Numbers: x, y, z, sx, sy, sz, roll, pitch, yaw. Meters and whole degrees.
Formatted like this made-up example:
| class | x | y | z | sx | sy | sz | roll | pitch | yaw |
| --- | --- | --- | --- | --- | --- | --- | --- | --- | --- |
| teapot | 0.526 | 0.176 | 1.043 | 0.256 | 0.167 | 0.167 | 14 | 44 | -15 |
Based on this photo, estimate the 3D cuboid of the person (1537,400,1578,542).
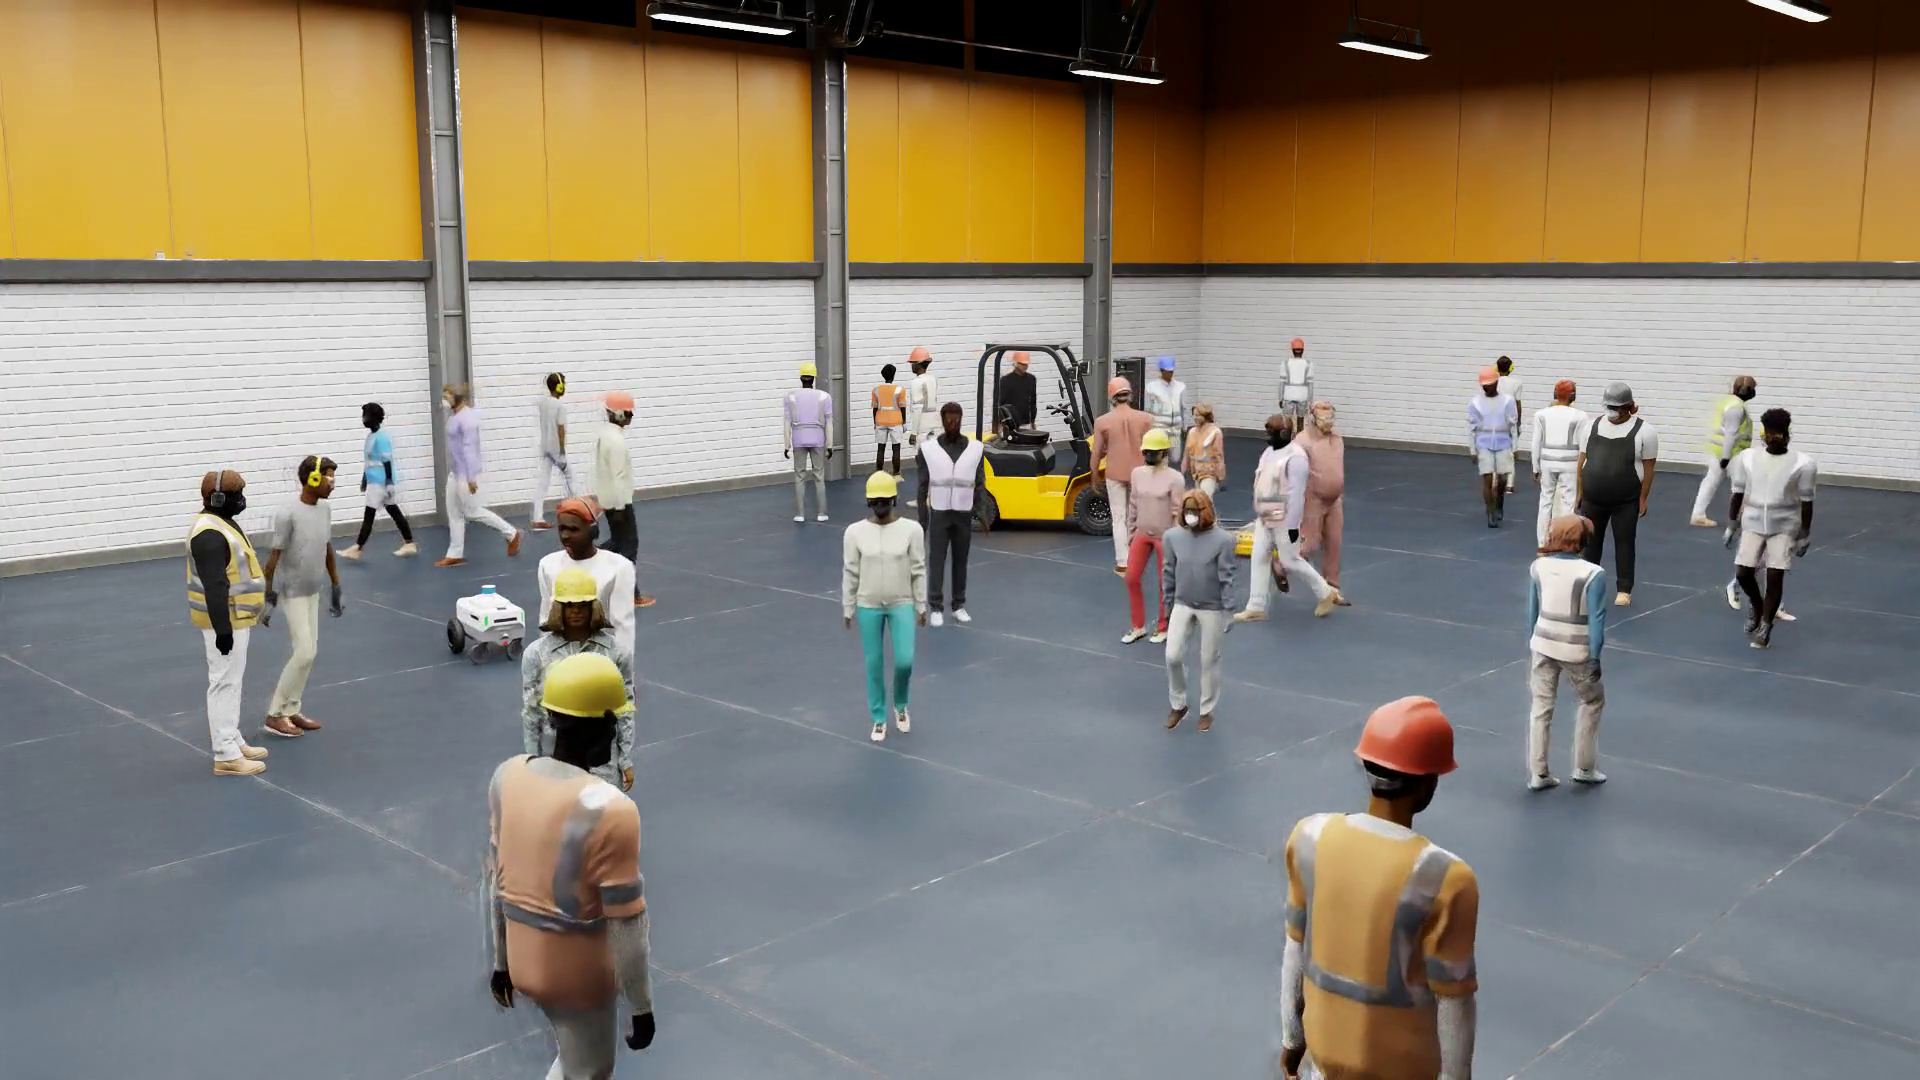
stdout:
| class | x | y | z | sx | sy | sz | roll | pitch | yaw |
| --- | --- | --- | --- | --- | --- | --- | --- | --- | --- |
| person | 6.767 | -0.802 | 18.730 | 0.793 | 1.590 | 0.512 | -8 | 13 | -42 |

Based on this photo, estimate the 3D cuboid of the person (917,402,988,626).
| class | x | y | z | sx | sy | sz | roll | pitch | yaw |
| --- | --- | --- | --- | --- | --- | --- | --- | --- | --- |
| person | -0.075 | -0.237 | 14.269 | 0.593 | 1.918 | 0.416 | -2 | 9 | -12 |

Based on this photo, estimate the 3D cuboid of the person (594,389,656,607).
| class | x | y | z | sx | sy | sz | roll | pitch | yaw |
| --- | --- | --- | --- | --- | --- | --- | --- | --- | --- |
| person | -3.112 | -0.355 | 14.787 | 0.669 | 1.976 | 0.615 | -5 | 10 | -27 |

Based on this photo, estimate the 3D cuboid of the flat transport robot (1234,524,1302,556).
| class | x | y | z | sx | sy | sz | roll | pitch | yaw |
| --- | --- | --- | --- | --- | --- | --- | --- | --- | --- |
| flat transport robot | 3.396 | -0.036 | 18.056 | 0.652 | 0.197 | 1.431 | 4 | 10 | 23 |

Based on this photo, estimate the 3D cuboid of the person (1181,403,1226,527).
| class | x | y | z | sx | sy | sz | roll | pitch | yaw |
| --- | --- | --- | --- | --- | --- | --- | --- | --- | --- |
| person | 2.522 | -0.639 | 17.636 | 0.709 | 1.611 | 0.522 | -5 | 11 | -29 |

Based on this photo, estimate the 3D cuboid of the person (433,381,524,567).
| class | x | y | z | sx | sy | sz | roll | pitch | yaw |
| --- | --- | --- | --- | --- | --- | --- | --- | --- | --- |
| person | -4.965 | -0.677 | 17.005 | 0.848 | 1.915 | 0.636 | -5 | 11 | -30 |

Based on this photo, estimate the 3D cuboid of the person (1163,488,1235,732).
| class | x | y | z | sx | sy | sz | roll | pitch | yaw |
| --- | --- | --- | --- | --- | --- | --- | --- | --- | --- |
| person | 1.551 | 0.468 | 10.857 | 0.517 | 1.618 | 0.463 | 4 | 10 | 23 |

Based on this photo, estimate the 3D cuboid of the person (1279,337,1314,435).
| class | x | y | z | sx | sy | sz | roll | pitch | yaw |
| --- | --- | --- | --- | --- | --- | --- | --- | --- | --- |
| person | 5.507 | -2.352 | 27.222 | 0.560 | 1.918 | 0.760 | 2 | 10 | 13 |

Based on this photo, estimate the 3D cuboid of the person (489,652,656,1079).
| class | x | y | z | sx | sy | sz | roll | pitch | yaw |
| --- | --- | --- | --- | --- | --- | --- | --- | --- | --- |
| person | -1.150 | 1.273 | 5.004 | 0.627 | 1.908 | 0.424 | 7 | 12 | 36 |

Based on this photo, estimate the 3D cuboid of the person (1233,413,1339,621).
| class | x | y | z | sx | sy | sz | roll | pitch | yaw |
| --- | --- | --- | --- | --- | --- | --- | --- | --- | --- |
| person | 2.819 | -0.189 | 14.302 | 0.849 | 1.814 | 0.633 | -3 | 10 | -16 |

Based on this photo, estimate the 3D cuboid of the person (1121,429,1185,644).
| class | x | y | z | sx | sy | sz | roll | pitch | yaw |
| --- | --- | --- | --- | --- | --- | --- | --- | --- | --- |
| person | 1.531 | -0.012 | 13.365 | 0.546 | 1.747 | 0.594 | 7 | 12 | 36 |

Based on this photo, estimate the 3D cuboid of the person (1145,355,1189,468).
| class | x | y | z | sx | sy | sz | roll | pitch | yaw |
| --- | --- | --- | --- | --- | --- | --- | --- | --- | --- |
| person | 2.662 | -1.464 | 21.760 | 0.609 | 1.928 | 0.776 | -4 | 10 | -22 |

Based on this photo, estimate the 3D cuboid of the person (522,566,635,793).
| class | x | y | z | sx | sy | sz | roll | pitch | yaw |
| --- | --- | --- | --- | --- | --- | --- | --- | --- | --- |
| person | -1.672 | 0.978 | 7.334 | 0.487 | 1.746 | 0.289 | -2 | 10 | -13 |

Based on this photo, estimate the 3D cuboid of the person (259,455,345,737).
| class | x | y | z | sx | sy | sz | roll | pitch | yaw |
| --- | --- | --- | --- | --- | --- | --- | --- | --- | --- |
| person | -4.287 | 0.360 | 10.854 | 0.499 | 1.831 | 0.545 | 2 | 9 | 11 |

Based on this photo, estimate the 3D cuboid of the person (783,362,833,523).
| class | x | y | z | sx | sy | sz | roll | pitch | yaw |
| --- | --- | --- | --- | --- | --- | --- | --- | --- | --- |
| person | -1.820 | -1.167 | 19.928 | 0.594 | 1.924 | 0.382 | -1 | 9 | -7 |

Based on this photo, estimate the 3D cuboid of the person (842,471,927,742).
| class | x | y | z | sx | sy | sz | roll | pitch | yaw |
| --- | --- | --- | --- | --- | --- | --- | --- | --- | --- |
| person | -0.487 | 0.431 | 10.641 | 0.549 | 1.755 | 0.383 | 0 | 9 | -1 |

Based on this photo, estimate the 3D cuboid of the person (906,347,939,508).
| class | x | y | z | sx | sy | sz | roll | pitch | yaw |
| --- | --- | --- | --- | --- | --- | --- | --- | --- | --- |
| person | -0.505 | -1.429 | 21.180 | 0.389 | 2.041 | 0.614 | 4 | 10 | 23 |

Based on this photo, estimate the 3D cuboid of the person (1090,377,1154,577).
| class | x | y | z | sx | sy | sz | roll | pitch | yaw |
| --- | --- | --- | --- | --- | --- | --- | --- | --- | --- |
| person | 1.605 | -0.653 | 16.662 | 0.635 | 1.954 | 0.861 | -1 | 9 | -8 |

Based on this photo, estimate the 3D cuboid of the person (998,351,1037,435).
| class | x | y | z | sx | sy | sz | roll | pitch | yaw |
| --- | --- | --- | --- | --- | --- | --- | --- | --- | --- |
| person | 0.723 | -1.647 | 22.733 | 0.638 | 1.971 | 0.744 | -7 | 11 | -36 |

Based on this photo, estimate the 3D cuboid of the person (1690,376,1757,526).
| class | x | y | z | sx | sy | sz | roll | pitch | yaw |
| --- | --- | --- | --- | --- | --- | --- | --- | --- | --- |
| person | 9.079 | -1.018 | 19.439 | 0.960 | 1.782 | 0.629 | 2 | 10 | 14 |

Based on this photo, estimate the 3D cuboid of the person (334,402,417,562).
| class | x | y | z | sx | sy | sz | roll | pitch | yaw |
| --- | --- | --- | --- | --- | --- | --- | --- | --- | --- |
| person | -6.091 | -0.606 | 17.309 | 0.862 | 1.645 | 0.551 | -5 | 11 | -29 |

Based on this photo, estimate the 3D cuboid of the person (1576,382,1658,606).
| class | x | y | z | sx | sy | sz | roll | pitch | yaw |
| --- | --- | --- | --- | --- | --- | --- | --- | --- | --- |
| person | 5.887 | -0.426 | 15.036 | 0.674 | 2.000 | 0.535 | 7 | 12 | 37 |

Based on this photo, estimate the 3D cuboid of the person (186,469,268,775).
| class | x | y | z | sx | sy | sz | roll | pitch | yaw |
| --- | --- | --- | --- | --- | --- | --- | --- | --- | --- |
| person | -4.410 | 0.489 | 10.044 | 0.429 | 1.840 | 0.634 | -3 | 10 | -18 |

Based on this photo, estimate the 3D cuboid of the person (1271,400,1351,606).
| class | x | y | z | sx | sy | sz | roll | pitch | yaw |
| --- | --- | --- | --- | --- | --- | --- | --- | --- | --- |
| person | 3.192 | -0.350 | 15.081 | 0.650 | 1.877 | 0.714 | -7 | 12 | -37 |

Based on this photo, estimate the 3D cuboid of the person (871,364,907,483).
| class | x | y | z | sx | sy | sz | roll | pitch | yaw |
| --- | --- | --- | --- | --- | --- | --- | --- | --- | --- |
| person | -1.002 | -1.641 | 23.563 | 0.532 | 1.694 | 0.320 | 3 | 10 | 19 |

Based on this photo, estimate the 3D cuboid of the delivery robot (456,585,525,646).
| class | x | y | z | sx | sy | sz | roll | pitch | yaw |
| --- | --- | --- | --- | --- | --- | --- | --- | --- | --- |
| delivery robot | -3.680 | 0.596 | 13.028 | 0.477 | 0.478 | 0.707 | -6 | 11 | -34 |

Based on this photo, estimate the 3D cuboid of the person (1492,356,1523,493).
| class | x | y | z | sx | sy | sz | roll | pitch | yaw |
| --- | --- | --- | --- | --- | --- | --- | --- | --- | --- |
| person | 7.332 | -1.558 | 22.518 | 0.521 | 1.865 | 0.319 | 2 | 9 | 10 |

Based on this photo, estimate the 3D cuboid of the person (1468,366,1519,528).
| class | x | y | z | sx | sy | sz | roll | pitch | yaw |
| --- | --- | --- | --- | --- | --- | --- | --- | --- | --- |
| person | 6.258 | -1.090 | 19.540 | 0.601 | 1.901 | 0.583 | 2 | 10 | 15 |

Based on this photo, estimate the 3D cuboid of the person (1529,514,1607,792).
| class | x | y | z | sx | sy | sz | roll | pitch | yaw |
| --- | --- | --- | --- | --- | --- | --- | --- | --- | --- |
| person | 3.567 | 0.650 | 9.699 | 0.616 | 1.613 | 0.554 | -7 | 11 | -35 |

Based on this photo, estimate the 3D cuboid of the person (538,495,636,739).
| class | x | y | z | sx | sy | sz | roll | pitch | yaw |
| --- | --- | --- | --- | --- | --- | --- | --- | --- | --- |
| person | -1.936 | 0.706 | 8.594 | 0.596 | 1.877 | 0.461 | 3 | 10 | 15 |

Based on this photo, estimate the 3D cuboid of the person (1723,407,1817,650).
| class | x | y | z | sx | sy | sz | roll | pitch | yaw |
| --- | --- | --- | --- | --- | --- | --- | --- | --- | --- |
| person | 6.493 | -0.103 | 13.337 | 0.651 | 1.946 | 0.517 | 7 | 12 | 38 |

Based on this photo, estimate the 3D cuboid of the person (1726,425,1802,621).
| class | x | y | z | sx | sy | sz | roll | pitch | yaw |
| --- | --- | --- | --- | --- | --- | --- | --- | --- | --- |
| person | 7.041 | -0.188 | 14.443 | 0.544 | 1.757 | 0.525 | -4 | 10 | -21 |

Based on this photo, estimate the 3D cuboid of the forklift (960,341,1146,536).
| class | x | y | z | sx | sy | sz | roll | pitch | yaw |
| --- | --- | --- | --- | --- | --- | --- | --- | --- | --- |
| forklift | 0.977 | -1.223 | 19.452 | 2.313 | 2.155 | 1.214 | 2 | 9 | 11 |

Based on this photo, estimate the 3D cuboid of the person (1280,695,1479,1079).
| class | x | y | z | sx | sy | sz | roll | pitch | yaw |
| --- | --- | --- | --- | --- | --- | --- | --- | --- | --- |
| person | 1.125 | 1.358 | 4.456 | 0.415 | 1.920 | 0.563 | -9 | 13 | -44 |

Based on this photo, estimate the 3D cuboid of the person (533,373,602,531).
| class | x | y | z | sx | sy | sz | roll | pitch | yaw |
| --- | --- | --- | --- | --- | --- | --- | --- | --- | --- |
| person | -4.670 | -1.037 | 19.472 | 0.554 | 1.809 | 0.957 | 7 | 12 | 38 |

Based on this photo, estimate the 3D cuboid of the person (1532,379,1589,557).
| class | x | y | z | sx | sy | sz | roll | pitch | yaw |
| --- | --- | --- | --- | --- | --- | --- | --- | --- | --- |
| person | 6.302 | -0.745 | 17.470 | 0.584 | 1.882 | 0.337 | 7 | 12 | 38 |
